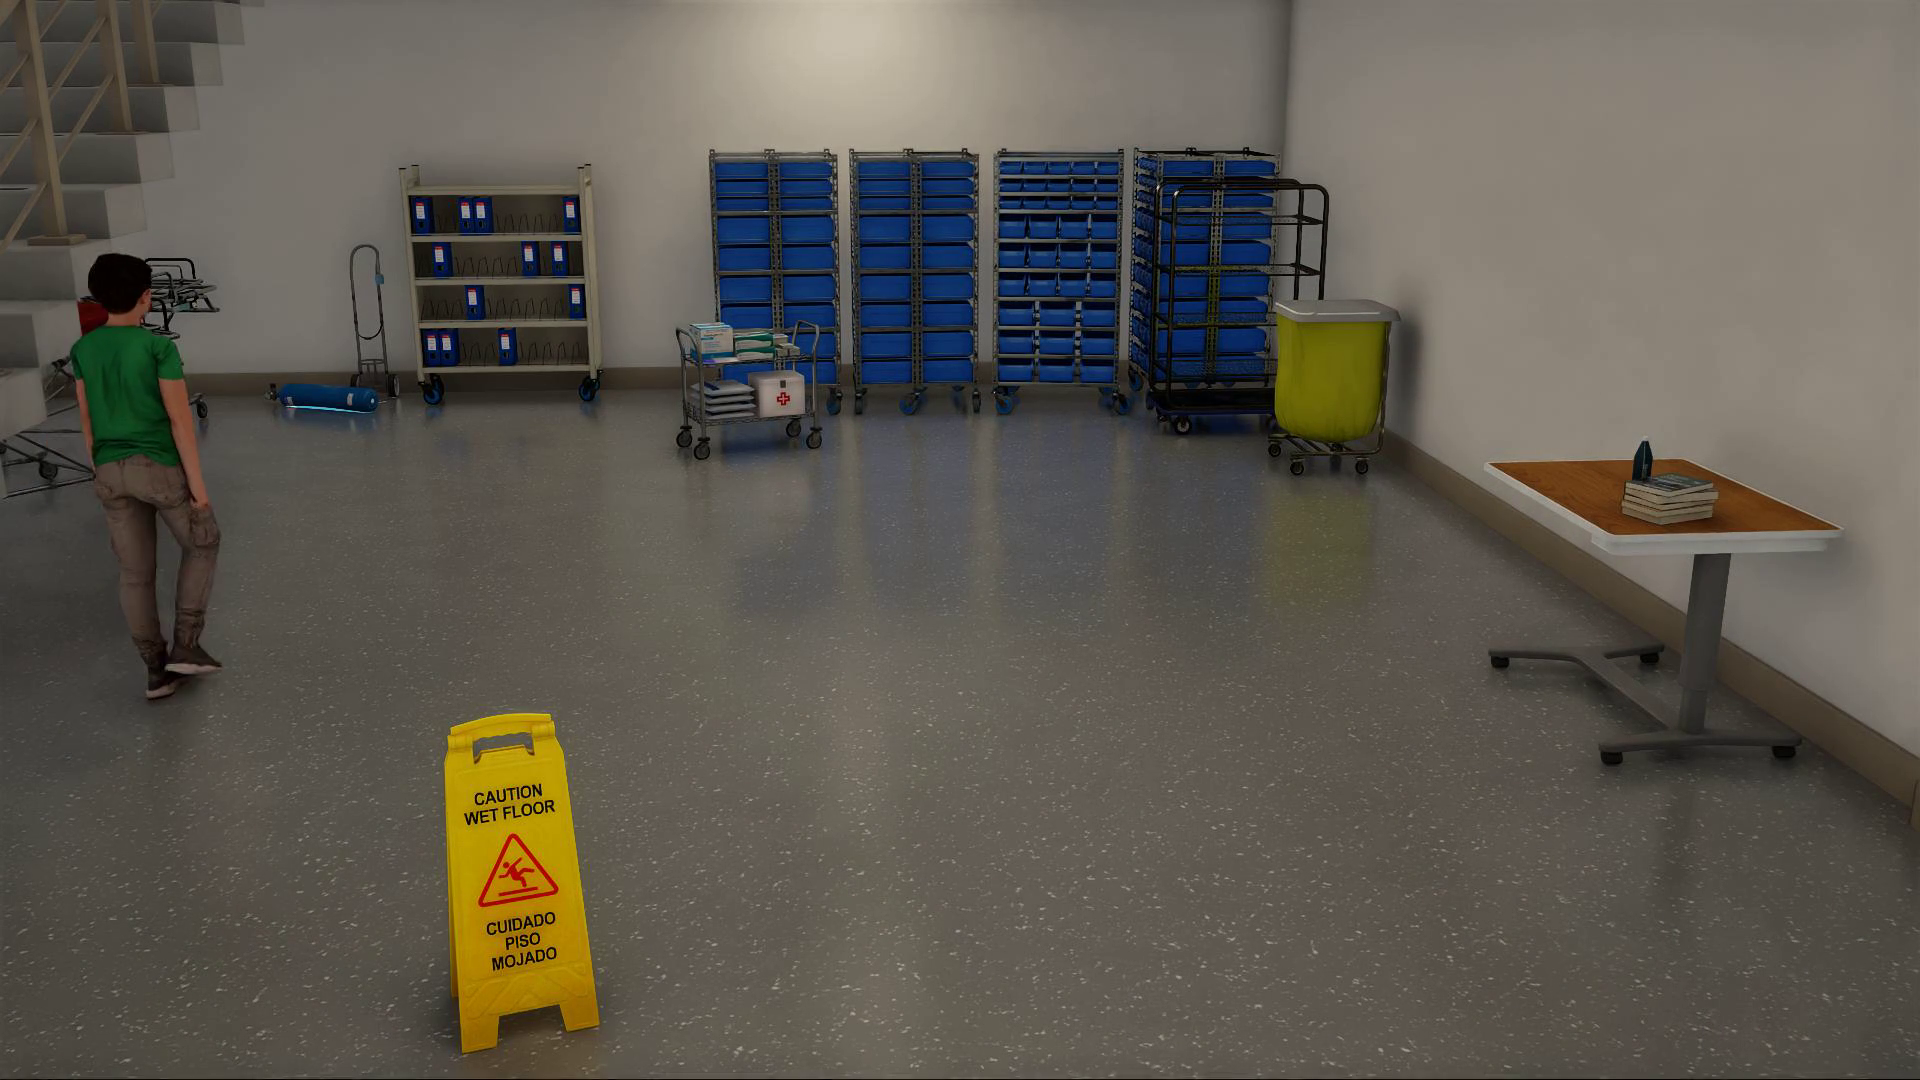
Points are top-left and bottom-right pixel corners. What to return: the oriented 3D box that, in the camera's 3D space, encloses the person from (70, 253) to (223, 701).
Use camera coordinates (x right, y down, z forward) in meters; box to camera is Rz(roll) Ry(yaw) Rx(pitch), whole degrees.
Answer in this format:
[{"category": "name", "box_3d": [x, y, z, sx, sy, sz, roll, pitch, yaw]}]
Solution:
[{"category": "person", "box_3d": [-3.000, -0.205, 6.045, 0.635, 1.646, 0.609, 1, 16, 2]}]
